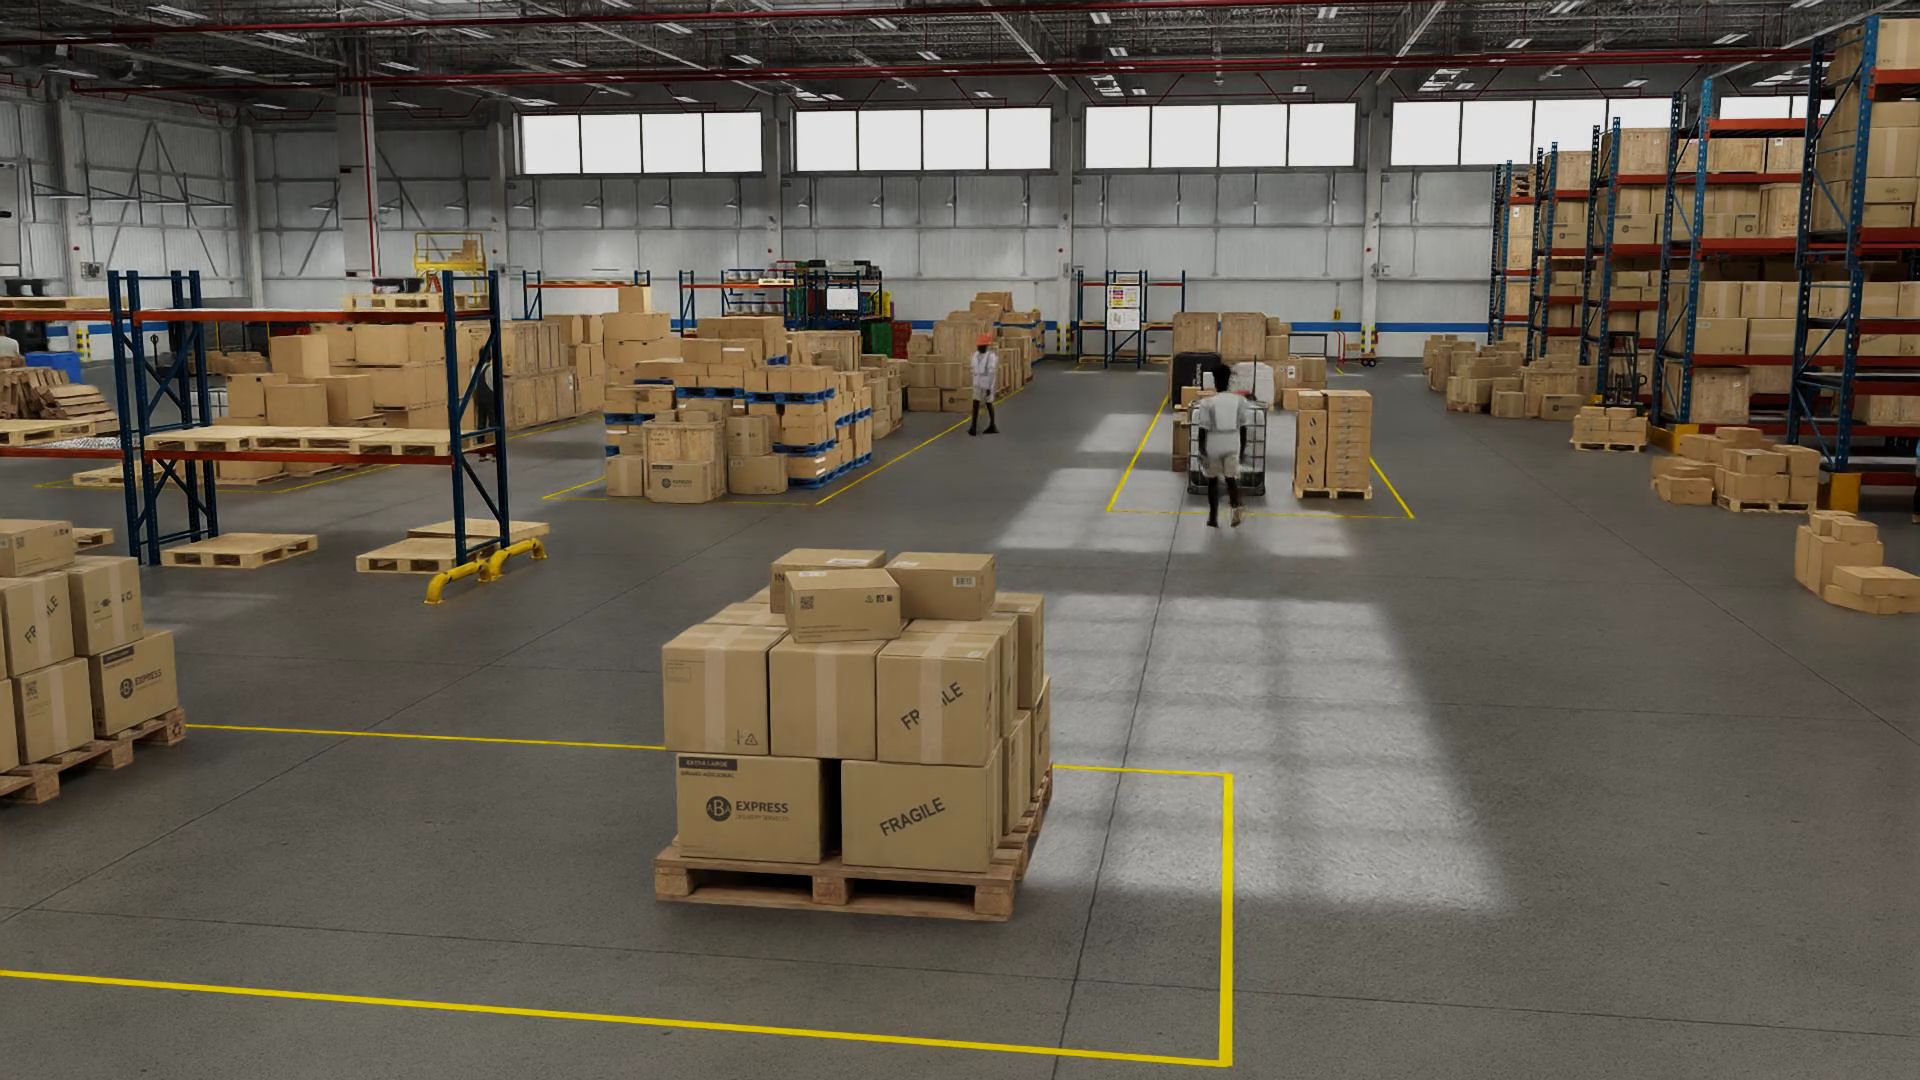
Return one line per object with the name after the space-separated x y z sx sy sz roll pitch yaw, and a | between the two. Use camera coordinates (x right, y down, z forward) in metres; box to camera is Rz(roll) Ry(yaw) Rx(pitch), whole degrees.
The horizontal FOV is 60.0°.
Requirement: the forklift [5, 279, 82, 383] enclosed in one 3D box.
-22.039 -4.784 39.416 1.873 2.768 1.129 1 9 9 | forklift

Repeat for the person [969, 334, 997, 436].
0.420 -2.853 30.608 0.554 1.886 0.934 6 11 31 | person

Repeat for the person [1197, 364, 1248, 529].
3.057 -1.077 19.387 0.626 1.954 0.528 -2 9 -9 | person

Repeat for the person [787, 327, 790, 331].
-3.577 -3.484 34.506 0.604 1.885 0.945 2 9 9 | person

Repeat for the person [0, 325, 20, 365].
-20.290 -3.622 35.331 1.019 1.895 0.646 9 13 43 | person

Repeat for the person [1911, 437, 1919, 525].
11.488 -0.990 19.653 0.322 1.698 0.533 2 10 15 | person

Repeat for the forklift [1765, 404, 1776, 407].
17.086 -4.383 36.947 1.873 2.768 1.129 1 9 9 | forklift

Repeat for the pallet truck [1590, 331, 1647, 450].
11.253 -2.573 28.499 0.823 1.965 1.885 5 10 27 | pallet truck

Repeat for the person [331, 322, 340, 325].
-15.624 -4.652 41.687 0.637 1.880 1.031 6 11 32 | person

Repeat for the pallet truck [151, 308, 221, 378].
-21.869 -5.598 47.154 0.823 1.965 1.885 4 10 26 | pallet truck

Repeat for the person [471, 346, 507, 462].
-7.485 -2.150 26.355 0.504 1.847 0.345 3 10 15 | person

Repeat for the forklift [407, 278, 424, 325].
-14.382 -5.533 44.038 1.873 2.768 1.129 -3 10 -17 | forklift
